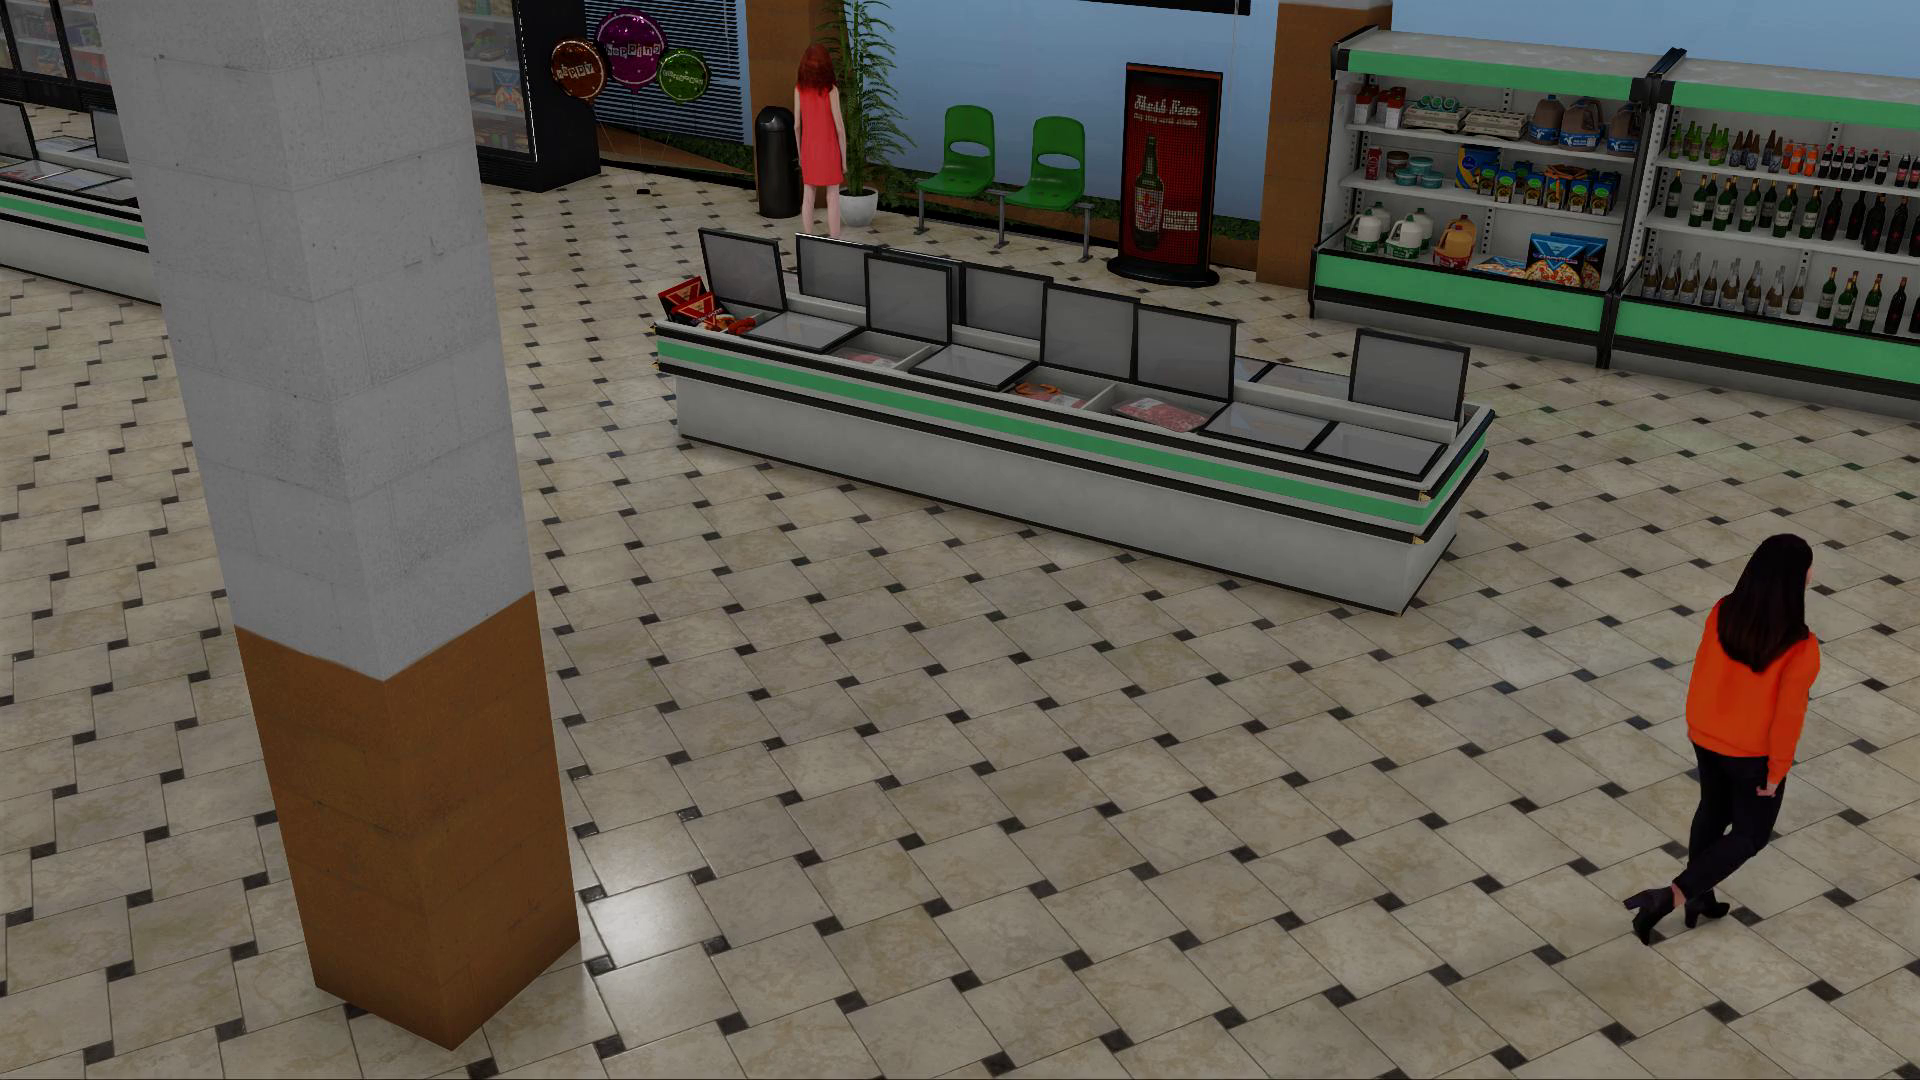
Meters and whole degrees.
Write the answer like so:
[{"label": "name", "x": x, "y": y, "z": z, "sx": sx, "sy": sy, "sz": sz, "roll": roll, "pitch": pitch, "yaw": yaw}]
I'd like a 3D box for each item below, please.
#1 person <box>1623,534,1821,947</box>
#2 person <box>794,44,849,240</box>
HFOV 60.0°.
[{"label": "person", "x": 2.791, "y": 0.786, "z": 6.094, "sx": 0.979, "sy": 1.734, "sz": 0.970, "roll": -12, "pitch": 29, "yaw": -22}, {"label": "person", "x": -1.160, "y": -3.184, "z": 13.818, "sx": 0.485, "sy": 1.828, "sz": 0.676, "roll": 10, "pitch": 29, "yaw": 19}]
